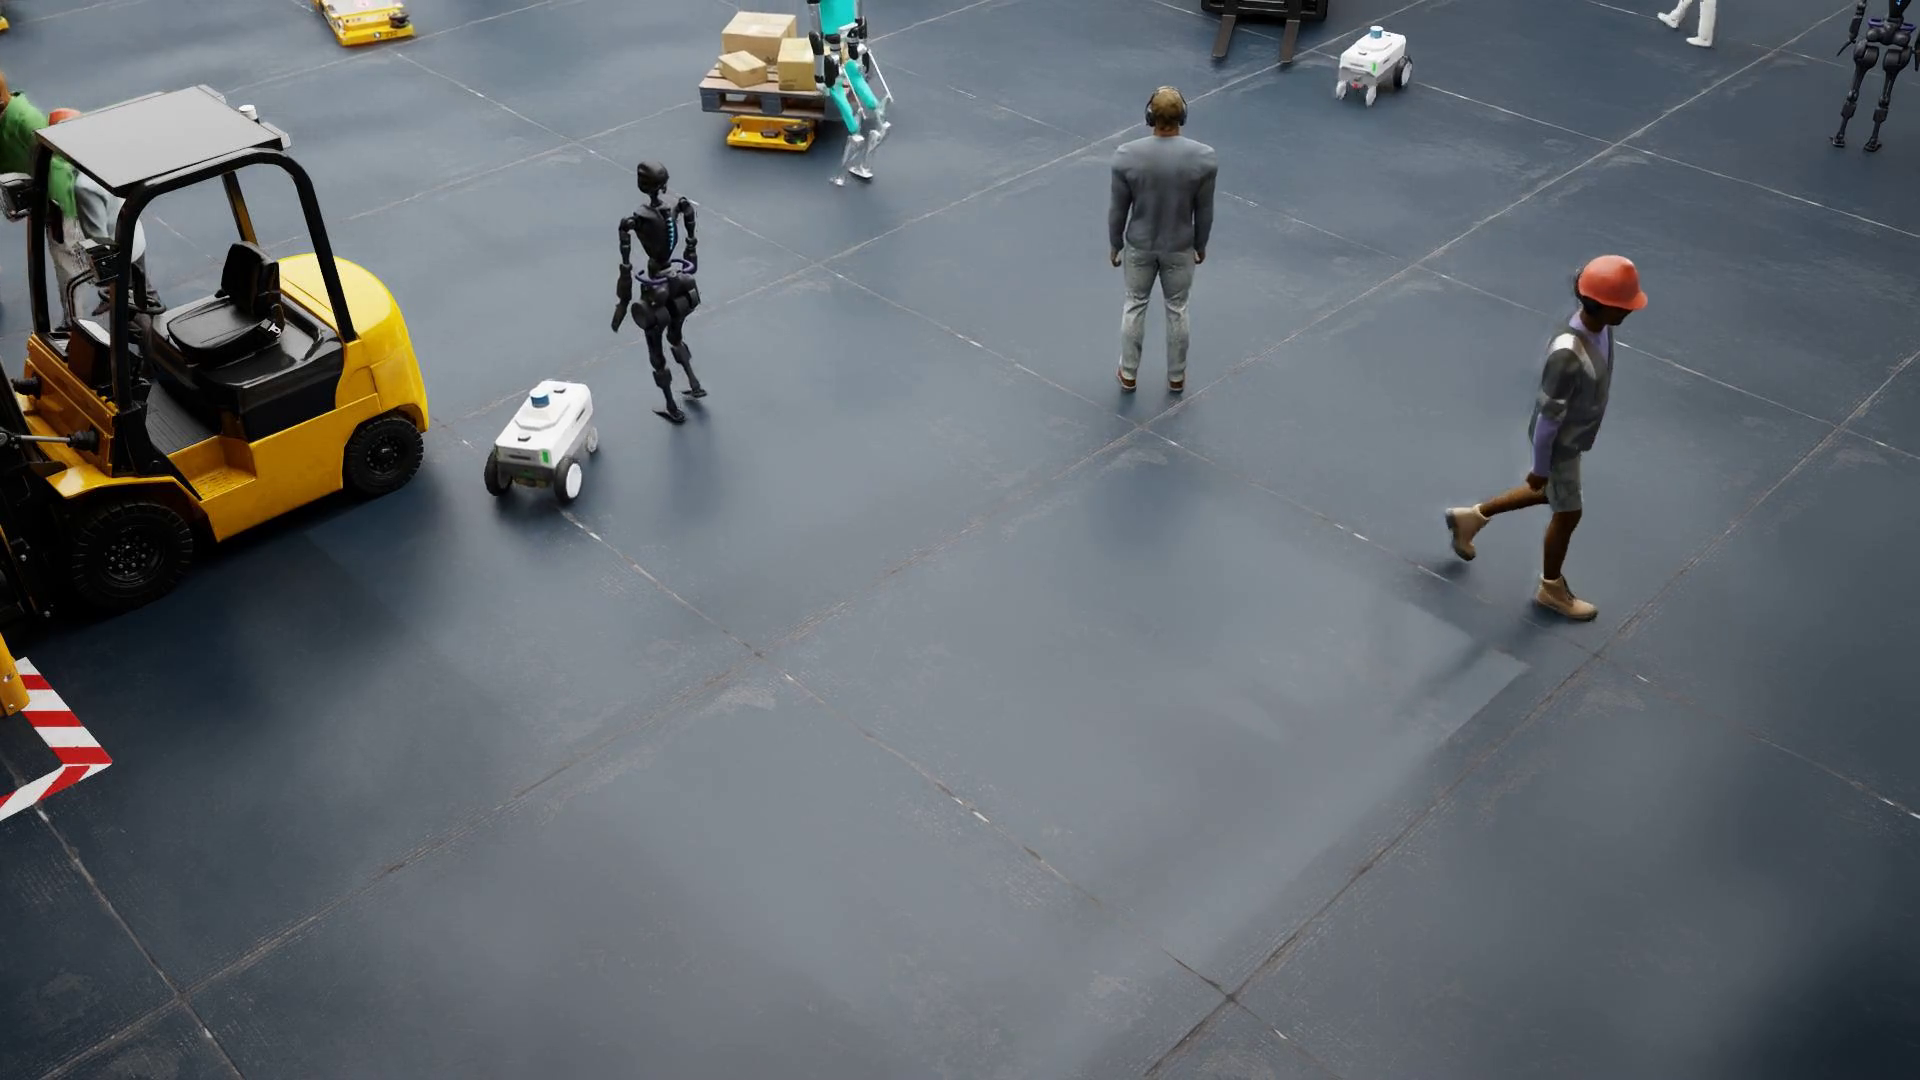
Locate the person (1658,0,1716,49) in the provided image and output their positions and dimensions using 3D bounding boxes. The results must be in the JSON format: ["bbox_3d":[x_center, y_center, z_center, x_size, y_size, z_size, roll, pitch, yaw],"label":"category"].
[{"bbox_3d":[6.672,-5.305,14.966,0.544,1.603,0.789,-21,42,-26],"label":"person"}]

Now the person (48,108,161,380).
[{"bbox_3d":[-5.185,-1.801,10.176,0.352,1.742,0.572,-4,37,-5],"label":"person"}]

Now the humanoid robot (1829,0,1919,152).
[{"bbox_3d":[7.237,-3.896,13.023,0.599,1.657,0.315,17,40,22],"label":"humanoid robot"}]

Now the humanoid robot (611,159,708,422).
[{"bbox_3d":[-1.765,-1.446,9.752,0.342,1.657,0.599,29,46,33],"label":"humanoid robot"}]

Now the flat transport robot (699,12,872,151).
[{"bbox_3d":[-1.419,-3.613,13.833,0.659,0.231,1.431,6,37,8],"label":"flat transport robot"}]

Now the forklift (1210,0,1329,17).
[{"bbox_3d":[3.106,-6.400,15.960,1.214,2.155,2.313,8,37,10],"label":"forklift"}]

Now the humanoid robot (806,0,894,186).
[{"bbox_3d":[-0.761,-3.471,12.402,0.674,1.781,0.532,30,46,34],"label":"humanoid robot"}]

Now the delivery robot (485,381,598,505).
[{"bbox_3d":[-2.380,-0.574,9.539,0.499,0.610,0.804,7,37,9],"label":"delivery robot"}]

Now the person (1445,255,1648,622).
[{"bbox_3d":[2.945,-0.540,8.265,0.813,2.017,0.617,19,41,24],"label":"person"}]

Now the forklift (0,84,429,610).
[{"bbox_3d":[-4.145,-1.093,8.856,2.313,2.155,1.214,-31,47,-34],"label":"forklift"}]

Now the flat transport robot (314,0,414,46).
[{"bbox_3d":[-5.666,-5.025,15.724,0.659,0.231,1.431,-17,40,-22],"label":"flat transport robot"}]

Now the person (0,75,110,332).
[{"bbox_3d":[-5.900,-2.166,10.670,0.554,1.746,0.734,24,43,28],"label":"person"}]

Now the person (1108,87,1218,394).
[{"bbox_3d":[1.192,-1.772,9.989,0.621,1.929,0.356,5,37,7],"label":"person"}]

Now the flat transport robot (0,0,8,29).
[{"bbox_3d":[-9.589,-5.052,15.760,0.659,0.231,1.431,-26,44,-30],"label":"flat transport robot"}]

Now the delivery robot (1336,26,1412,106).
[{"bbox_3d":[3.524,-4.098,14.220,0.499,0.566,0.739,22,42,26],"label":"delivery robot"}]
